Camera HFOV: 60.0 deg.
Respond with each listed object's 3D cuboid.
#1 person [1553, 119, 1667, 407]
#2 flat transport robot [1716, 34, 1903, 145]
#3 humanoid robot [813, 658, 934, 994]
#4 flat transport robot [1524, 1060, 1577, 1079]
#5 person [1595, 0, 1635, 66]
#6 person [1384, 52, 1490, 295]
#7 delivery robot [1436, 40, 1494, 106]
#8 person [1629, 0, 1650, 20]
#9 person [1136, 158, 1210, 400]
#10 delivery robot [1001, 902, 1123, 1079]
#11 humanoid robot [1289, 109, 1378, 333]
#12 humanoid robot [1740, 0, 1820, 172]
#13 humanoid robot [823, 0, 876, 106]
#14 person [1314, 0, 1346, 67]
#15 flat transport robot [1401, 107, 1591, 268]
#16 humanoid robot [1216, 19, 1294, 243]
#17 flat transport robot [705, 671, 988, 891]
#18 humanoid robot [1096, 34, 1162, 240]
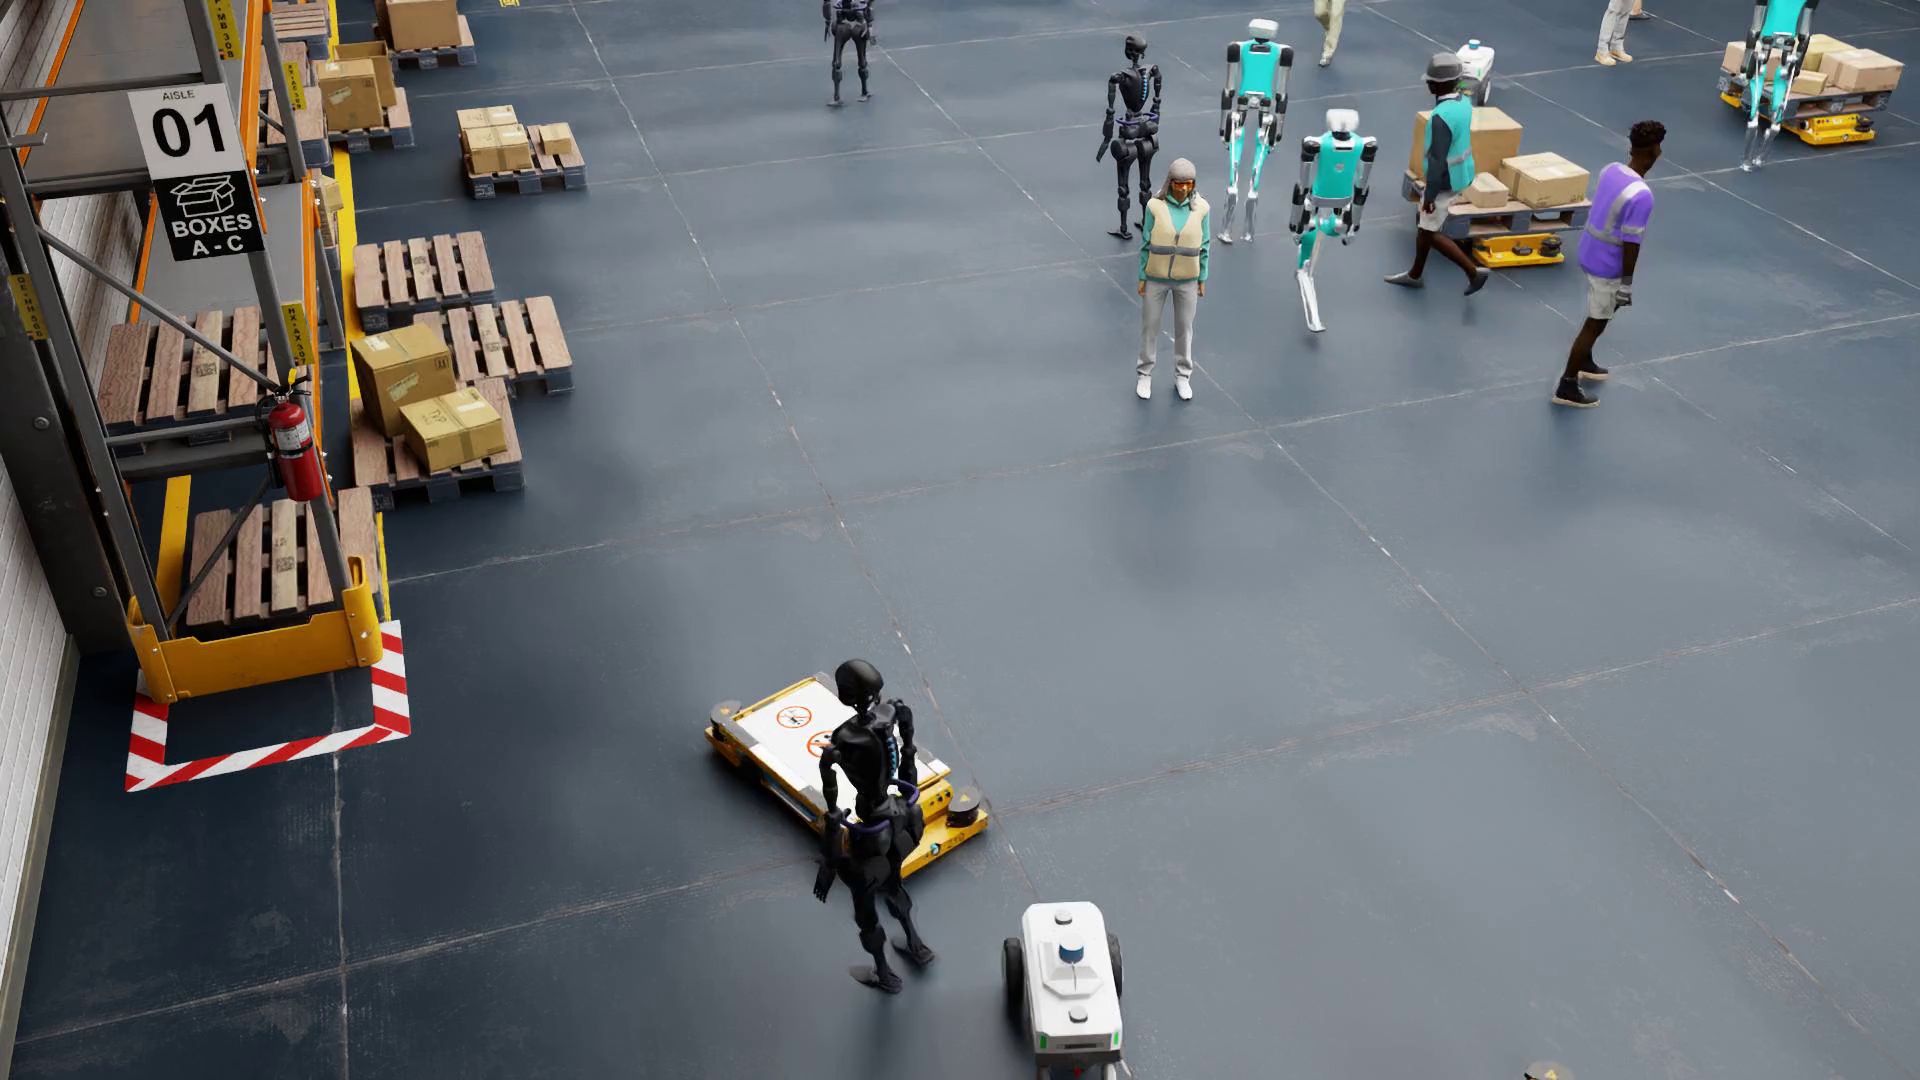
[{"bbox_3d":[4.360,-1.874,11.216,0.574,1.931,0.695,-2,33,-3],"label":"person"},{"bbox_3d":[8.212,-4.217,16.326,0.659,0.231,1.431,-8,34,-13],"label":"flat transport robot"},{"bbox_3d":[-0.351,1.187,6.768,0.329,1.646,0.609,23,39,30],"label":"humanoid robot"},{"bbox_3d":[1.977,2.497,6.028,1.431,0.231,0.659,-25,41,-33],"label":"flat transport robot"},{"bbox_3d":[7.087,-5.987,17.574,0.468,1.872,0.341,-18,37,-25],"label":"person"},{"bbox_3d":[3.702,-2.704,12.516,0.753,1.904,0.582,16,36,22],"label":"person"},{"bbox_3d":[5.174,-4.756,16.901,0.499,0.606,0.796,15,36,21],"label":"delivery robot"},{"bbox_3d":[7.856,-6.842,19.063,0.378,1.674,0.476,-14,36,-21],"label":"person"},{"bbox_3d":[1.435,-1.766,11.254,0.464,1.706,0.367,1,33,1],"label":"person"},{"bbox_3d":[0.444,1.837,6.789,0.499,0.604,0.808,-2,33,-3],"label":"delivery robot"},{"bbox_3d":[2.644,-2.394,12.207,0.530,1.727,1.032,-1,33,-1],"label":"humanoid robot"},{"bbox_3d":[7.297,-4.130,14.899,0.530,1.832,0.745,5,33,8],"label":"humanoid robot"},{"bbox_3d":[-1.097,-5.098,16.408,0.585,1.636,0.688,12,35,18],"label":"humanoid robot"},{"bbox_3d":[3.995,-5.976,17.593,0.610,1.827,0.537,18,37,25],"label":"person"},{"bbox_3d":[4.427,-2.653,13.928,0.659,0.231,1.431,-6,34,-8],"label":"flat transport robot"},{"bbox_3d":[2.350,-3.245,13.482,0.536,1.764,0.795,7,34,10],"label":"humanoid robot"},{"bbox_3d":[-0.580,1.123,8.136,0.659,0.231,1.431,-26,41,-33],"label":"flat transport robot"},{"bbox_3d":[1.409,-3.309,13.632,0.599,1.657,0.315,-19,37,-26],"label":"humanoid robot"}]
